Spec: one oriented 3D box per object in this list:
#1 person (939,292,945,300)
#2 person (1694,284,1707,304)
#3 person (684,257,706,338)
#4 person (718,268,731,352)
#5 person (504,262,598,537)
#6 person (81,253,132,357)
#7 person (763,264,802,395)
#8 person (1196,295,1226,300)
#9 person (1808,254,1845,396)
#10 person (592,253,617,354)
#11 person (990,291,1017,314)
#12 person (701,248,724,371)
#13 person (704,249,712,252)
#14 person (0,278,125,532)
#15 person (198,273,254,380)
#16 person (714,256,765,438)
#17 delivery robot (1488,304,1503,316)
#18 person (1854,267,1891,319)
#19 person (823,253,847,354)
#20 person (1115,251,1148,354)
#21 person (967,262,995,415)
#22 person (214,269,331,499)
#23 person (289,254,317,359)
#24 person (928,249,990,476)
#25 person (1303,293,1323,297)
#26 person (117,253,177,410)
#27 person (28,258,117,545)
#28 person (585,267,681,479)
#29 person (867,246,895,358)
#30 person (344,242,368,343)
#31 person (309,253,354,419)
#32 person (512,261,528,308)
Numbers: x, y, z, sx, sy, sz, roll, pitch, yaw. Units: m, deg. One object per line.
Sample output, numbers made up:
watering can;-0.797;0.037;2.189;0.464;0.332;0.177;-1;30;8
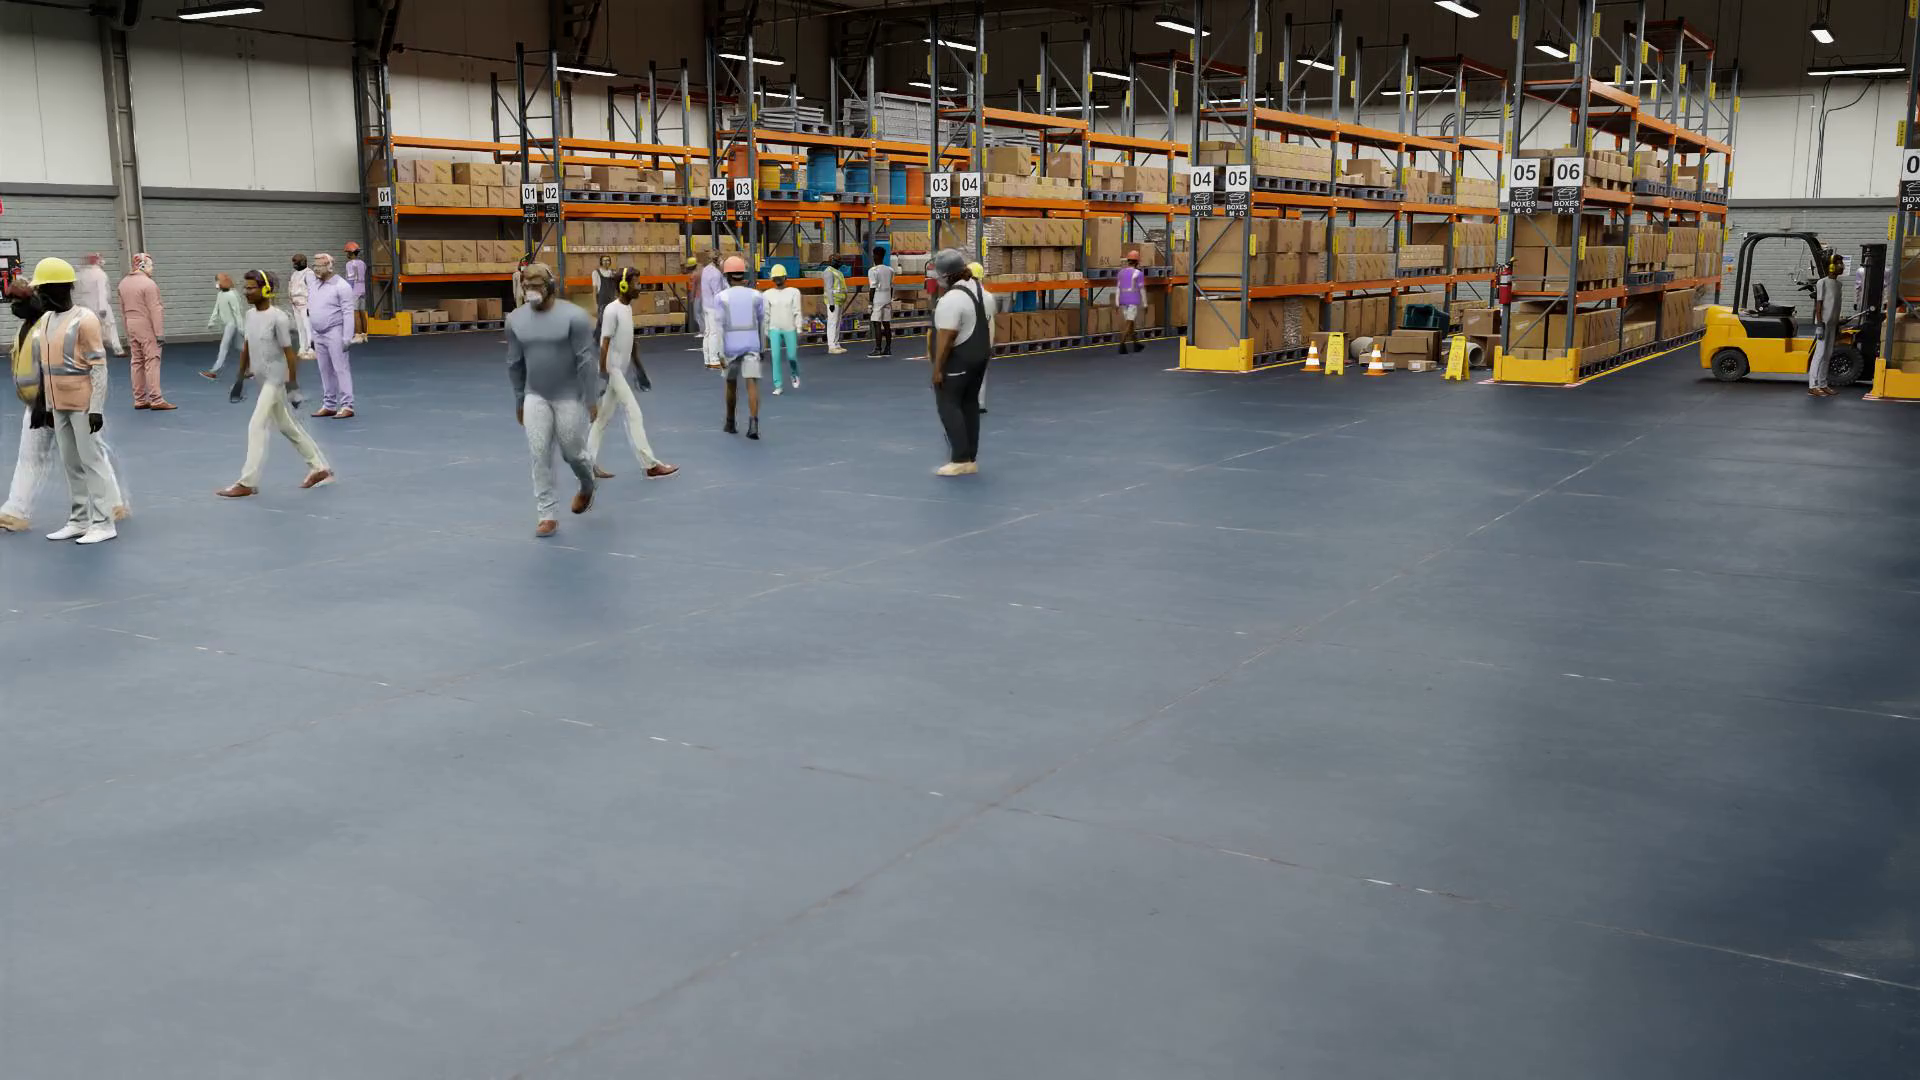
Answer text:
person;-0.246;-4.906;34.328;0.414;1.625;0.498;-10;14;-43
person;17.060;-5.794;38.481;0.444;1.915;0.571;8;13;37
person;-5.651;-5.198;35.682;0.449;1.722;0.573;1;10;7
person;-4.288;-4.290;30.942;0.811;1.599;0.513;6;12;29
person;-2.820;-1.003;11.699;0.653;1.906;0.760;1;10;8
person;-15.201;-4.117;29.266;0.676;1.866;0.986;6;12;31
person;-2.381;-2.837;22.389;0.537;1.749;0.491;1;10;5
person;4.557;-4.391;30.313;0.606;2.035;0.405;6;12;31
person;11.580;-2.857;22.157;0.514;1.877;0.328;-7;12;-34
person;-6.460;-4.311;30.382;0.505;1.846;0.346;-10;14;-43
person;0.831;-4.805;32.925;0.629;1.931;0.375;0;10;1
person;-3.932;-3.673;26.550;0.353;1.936;0.635;-5;11;-26
person;-6.078;-6.118;40.412;0.574;1.880;0.356;6;12;31
person;-6.440;-0.947;11.759;0.638;1.784;0.995;8;13;37
person;-10.870;-3.156;24.645;0.892;1.580;0.494;-8;13;-40
person;-2.300;-2.017;17.450;0.550;1.893;0.994;-3;11;-17
delivery robot;12.924;-5.514;40.472;0.707;0.478;0.477;-2;10;-9
person;17.288;-4.554;31.543;0.586;1.920;0.394;6;12;29
person;-2.290;-4.364;30.695;0.429;1.844;0.627;2;10;11
person;3.170;-4.364;30.586;0.577;1.883;0.990;9;13;41
person;0.110;-2.328;19.382;0.600;1.809;0.699;3;11;16
person;-5.575;-1.272;13.458;0.507;1.827;0.998;9;14;42
person;-11.503;-4.080;29.106;0.627;1.843;0.429;9;13;40
person;-0.027;-1.587;14.580;0.555;2.000;0.738;6;12;30
person;7.908;-5.502;37.353;0.505;1.727;0.454;6;12;32
person;-9.887;-2.525;20.229;0.636;1.903;0.404;6;12;29
person;-5.999;-0.930;11.219;0.594;1.924;0.382;6;12;31
person;-2.866;-1.419;14.260;0.922;1.817;0.497;0;10;0
person;-1.420;-4.218;29.521;0.367;1.966;0.607;8;13;38
person;-12.256;-5.001;33.694;0.370;2.044;0.608;1;10;7
person;-7.320;-2.360;19.293;0.651;1.904;0.403;6;12;30
person;-10.069;-5.630;38.393;0.494;1.624;0.280;0;10;-2
